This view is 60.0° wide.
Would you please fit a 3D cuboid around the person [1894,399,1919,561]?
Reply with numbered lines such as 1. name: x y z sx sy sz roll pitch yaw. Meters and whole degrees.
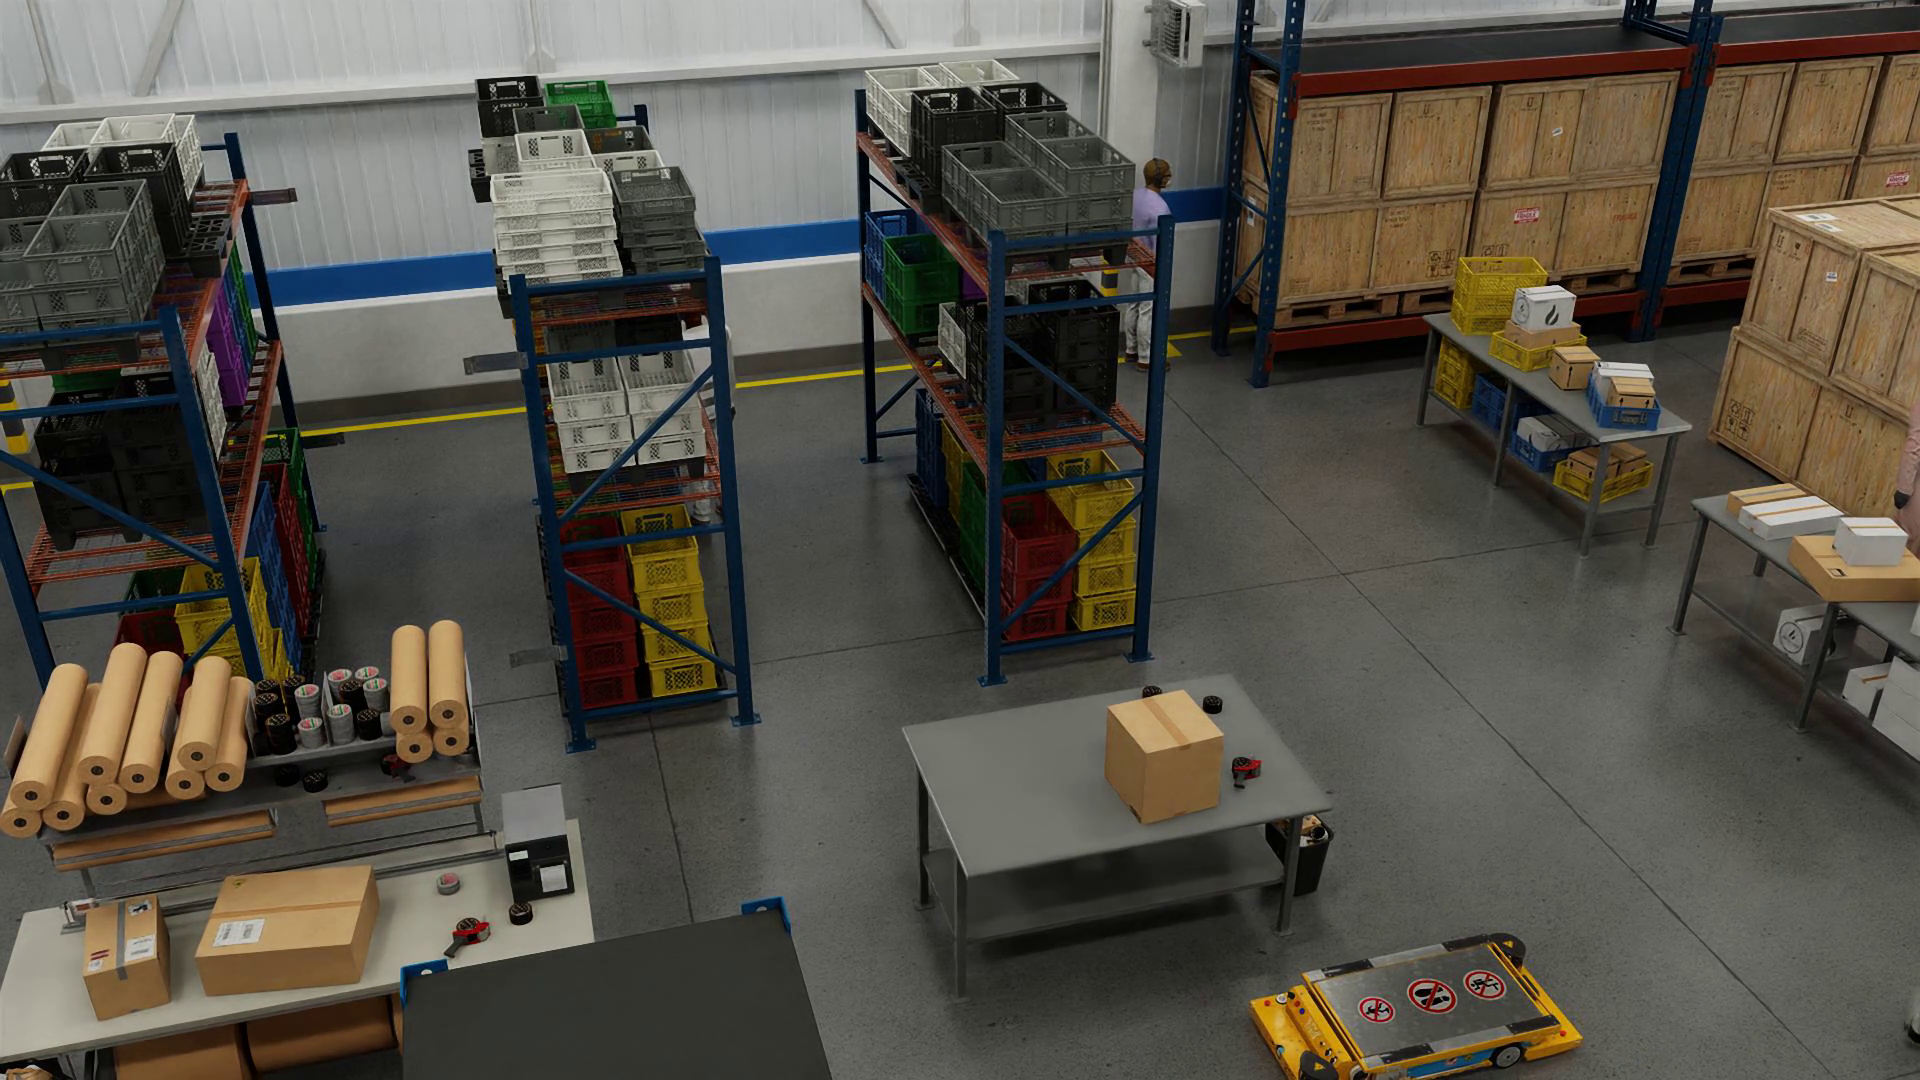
1. person: 6.584 -0.372 11.124 0.655 1.906 0.407 -4 29 -7

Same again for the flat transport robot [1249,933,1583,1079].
1. flat transport robot: 2.184 2.282 7.980 1.431 0.197 0.652 -8 30 -14

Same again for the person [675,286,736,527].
1. person: -1.895 -0.951 12.203 0.584 1.879 0.337 -23 36 -36

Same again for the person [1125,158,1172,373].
1. person: 1.697 -2.463 14.896 0.372 1.940 0.627 -8 30 -15

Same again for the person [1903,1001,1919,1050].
1. person: 4.721 1.720 7.452 0.448 1.788 0.674 7 30 12
